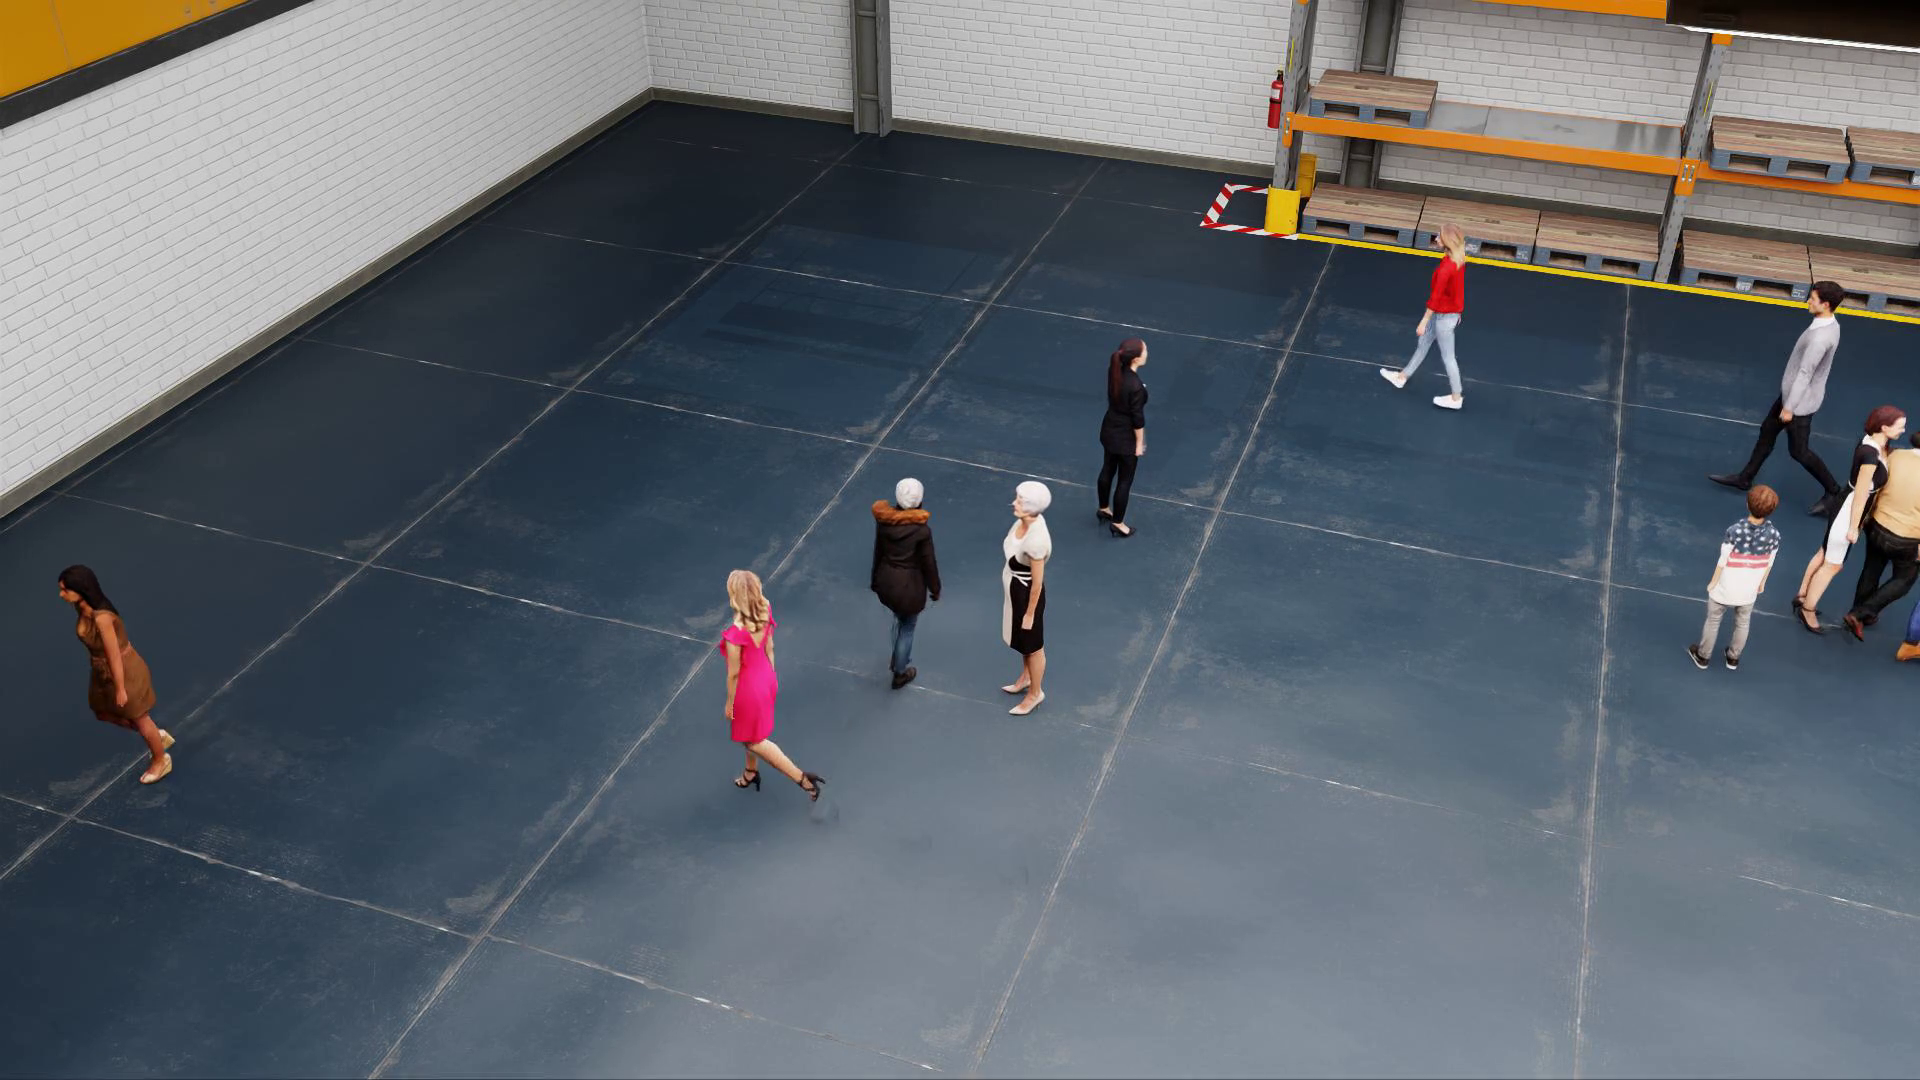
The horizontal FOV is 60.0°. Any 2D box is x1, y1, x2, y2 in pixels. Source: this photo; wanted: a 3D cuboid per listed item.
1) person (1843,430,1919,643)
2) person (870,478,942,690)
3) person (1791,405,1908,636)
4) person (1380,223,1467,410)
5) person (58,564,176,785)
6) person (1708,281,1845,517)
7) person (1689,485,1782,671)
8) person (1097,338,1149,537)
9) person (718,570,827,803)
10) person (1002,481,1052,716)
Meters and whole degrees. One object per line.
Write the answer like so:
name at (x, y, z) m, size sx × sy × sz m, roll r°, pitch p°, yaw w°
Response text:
person at (6.448, -0.021, 11.542) m, size 0.964 × 1.743 × 0.916 m, roll -17°, pitch 37°, yaw -24°
person at (-0.420, 0.332, 11.120) m, size 0.604 × 1.623 × 0.741 m, roll 19°, pitch 38°, yaw 26°
person at (6.233, -0.152, 11.695) m, size 0.593 × 1.794 × 0.623 m, roll 17°, pitch 37°, yaw 23°
person at (4.291, -1.900, 14.438) m, size 1.065 × 1.668 × 0.730 m, roll 17°, pitch 37°, yaw 24°
person at (-5.147, 0.812, 10.349) m, size 0.646 × 1.677 × 0.716 m, roll 24°, pitch 40°, yaw 31°
person at (6.686, -1.095, 13.005) m, size 1.272 × 1.913 × 0.825 m, roll 14°, pitch 36°, yaw 20°
person at (5.338, 0.256, 11.400) m, size 0.479 × 1.439 × 0.625 m, roll 2°, pitch 34°, yaw 4°
person at (1.233, -0.795, 12.784) m, size 0.736 × 1.658 × 0.666 m, roll -17°, pitch 37°, yaw -23°
person at (-1.189, 0.952, 10.113) m, size 0.921 × 1.706 × 0.617 m, roll 14°, pitch 36°, yaw 20°
person at (0.454, 0.378, 10.931) m, size 0.688 × 1.756 × 0.707 m, roll -4°, pitch 34°, yaw -6°
